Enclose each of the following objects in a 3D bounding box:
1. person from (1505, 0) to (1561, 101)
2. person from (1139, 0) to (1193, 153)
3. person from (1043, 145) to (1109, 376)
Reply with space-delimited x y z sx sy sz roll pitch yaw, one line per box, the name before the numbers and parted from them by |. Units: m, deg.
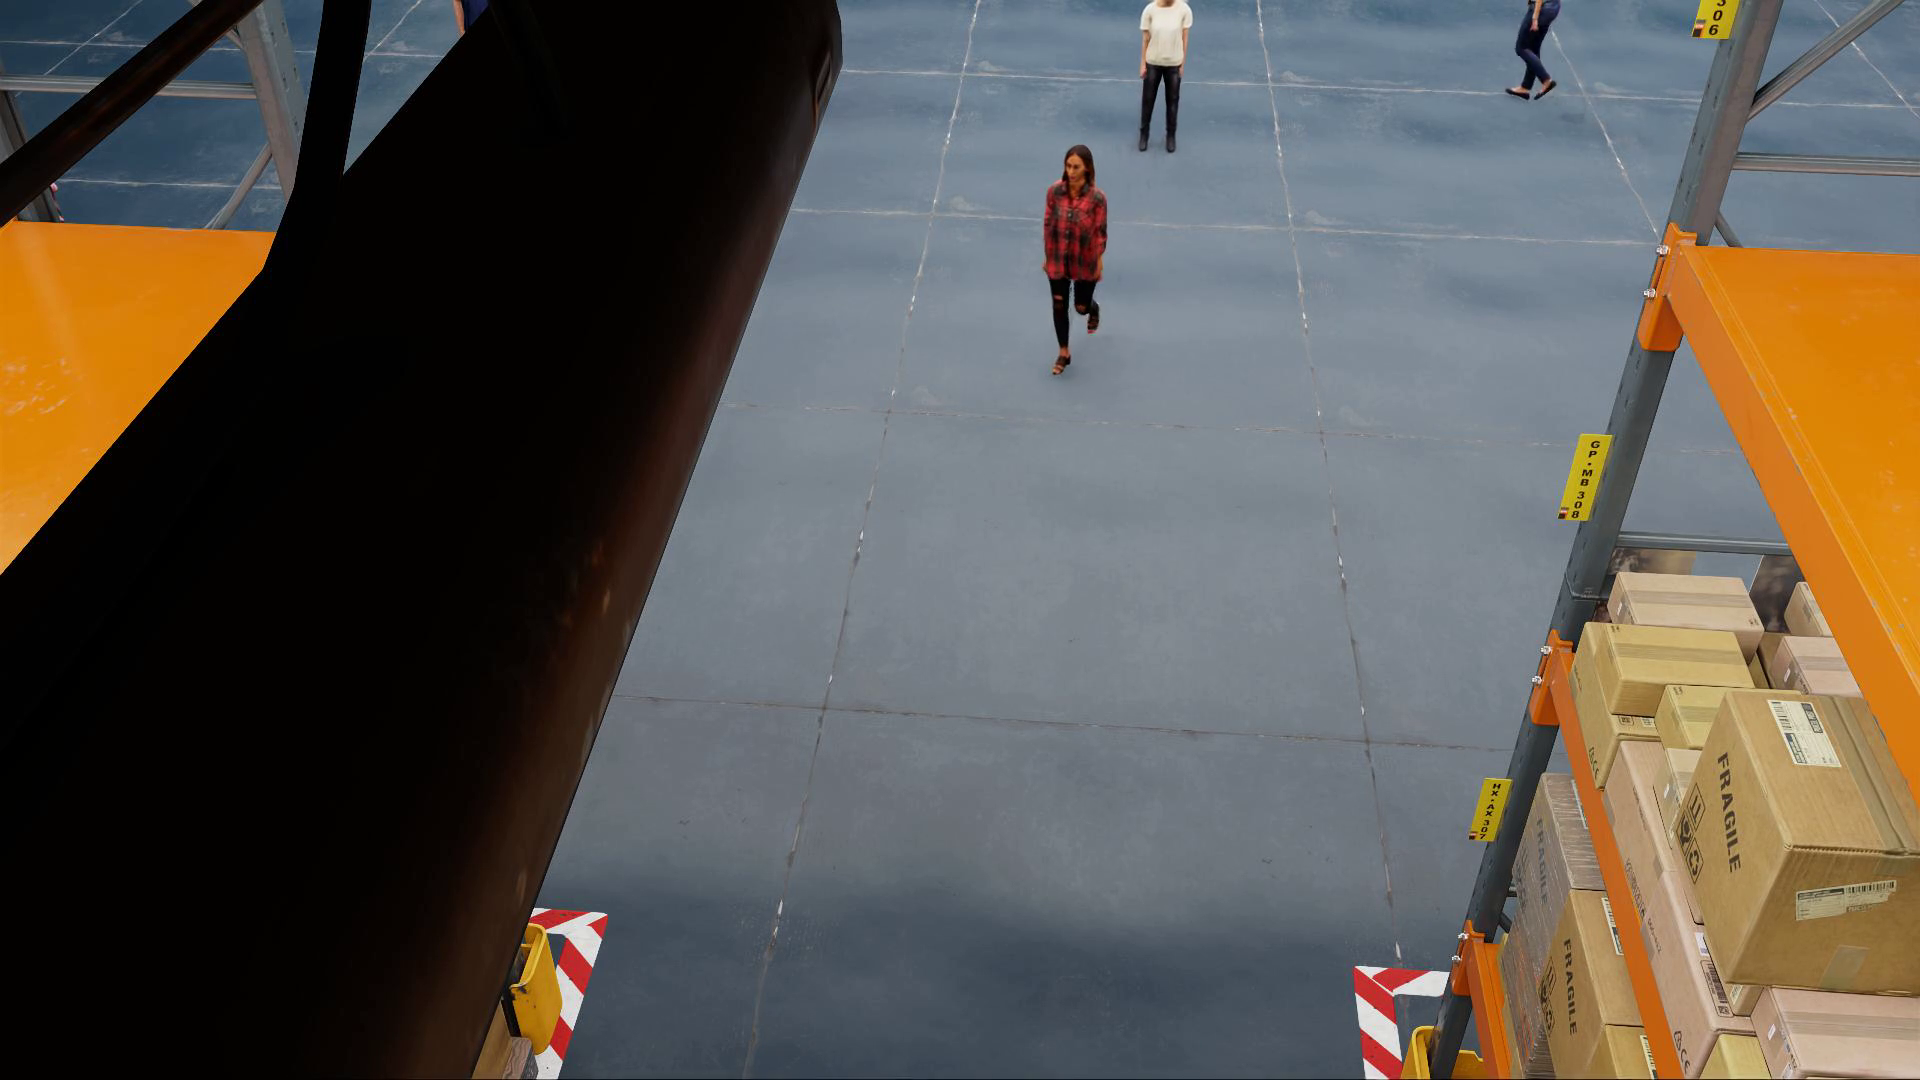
person | 5.426 -4.843 15.299 0.826 1.711 0.880 -29 47 -32
person | 1.781 -4.187 14.562 0.589 1.587 0.462 4 38 5
person | 0.820 -1.990 11.669 0.786 1.690 0.944 16 41 20
